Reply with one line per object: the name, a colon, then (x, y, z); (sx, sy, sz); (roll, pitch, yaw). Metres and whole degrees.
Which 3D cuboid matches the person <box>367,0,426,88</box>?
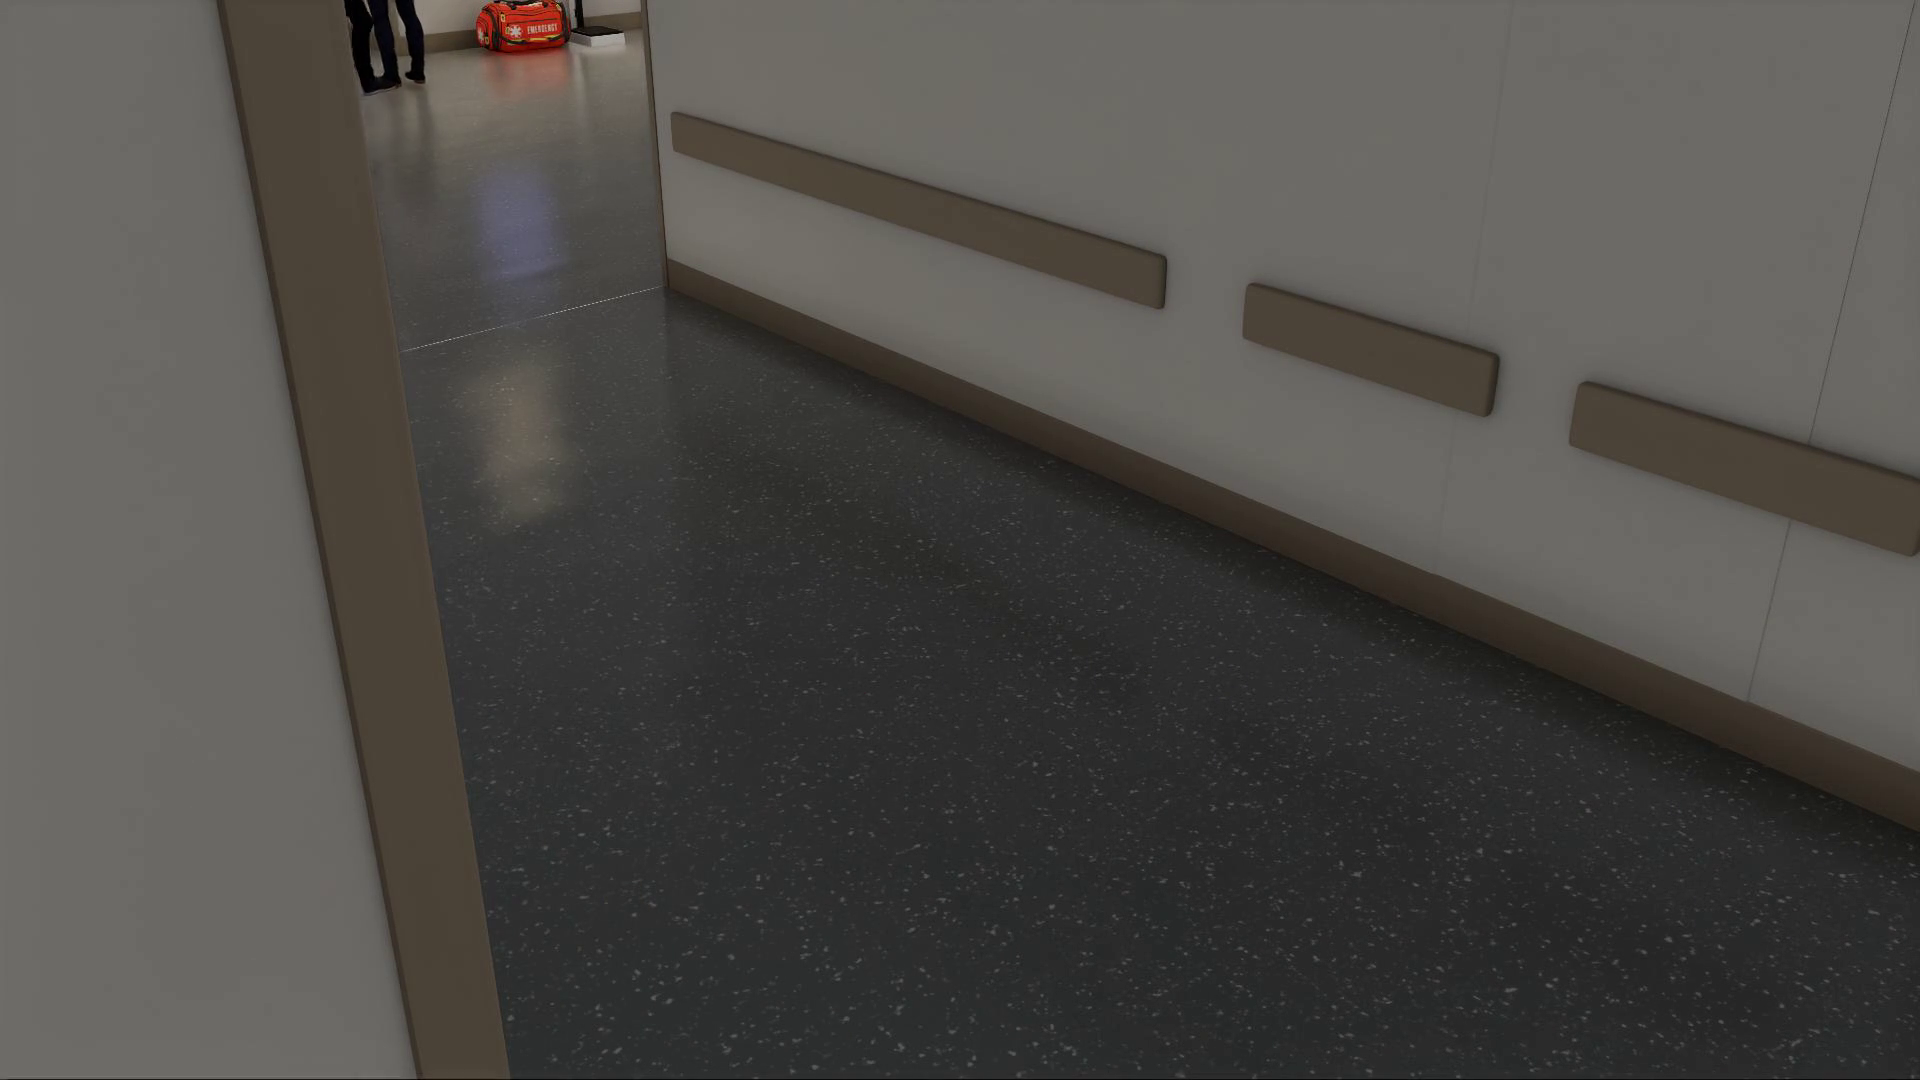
person: (-4.403, -4.449, 12.765); (0.679, 1.856, 0.518); (23, 34, 39)
